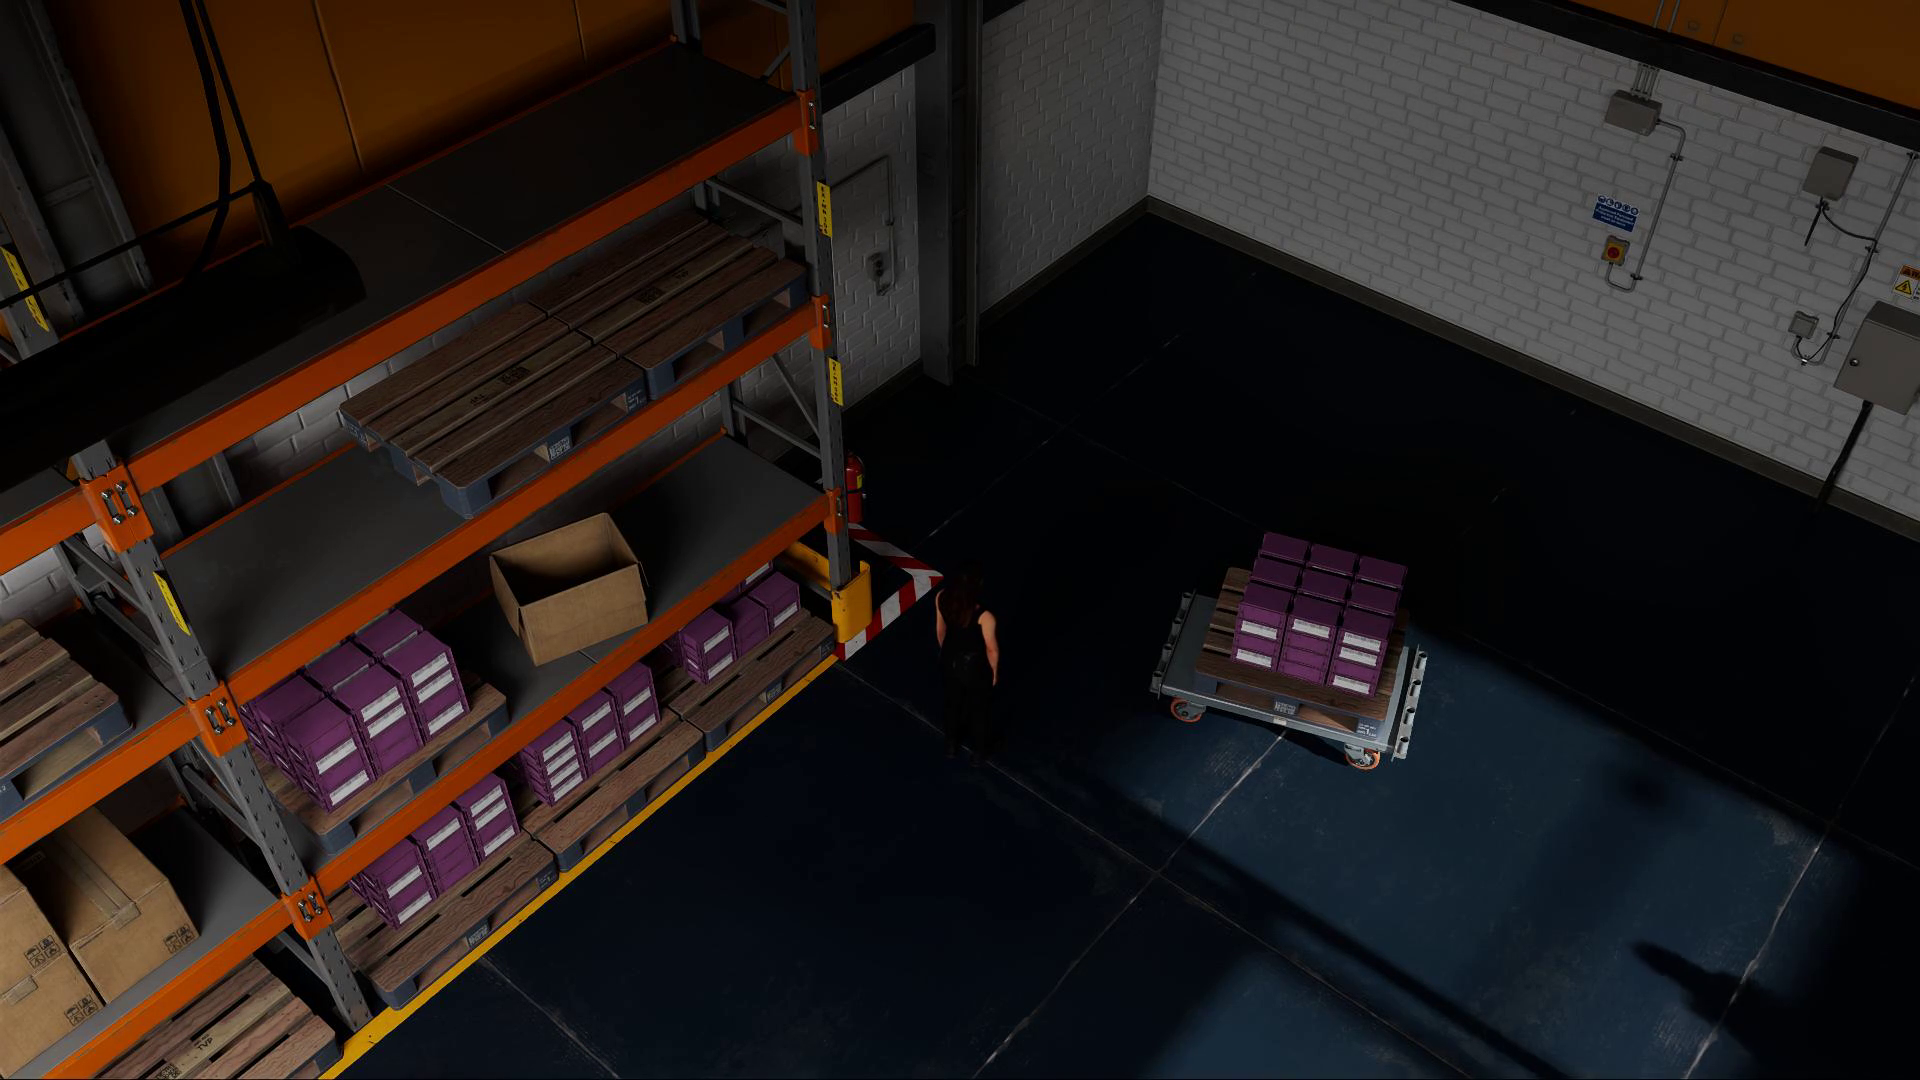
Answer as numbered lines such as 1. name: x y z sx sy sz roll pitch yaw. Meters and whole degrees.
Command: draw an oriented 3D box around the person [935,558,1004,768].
1. person: 0.040 0.758 10.171 0.603 1.688 0.585 24 49 23
